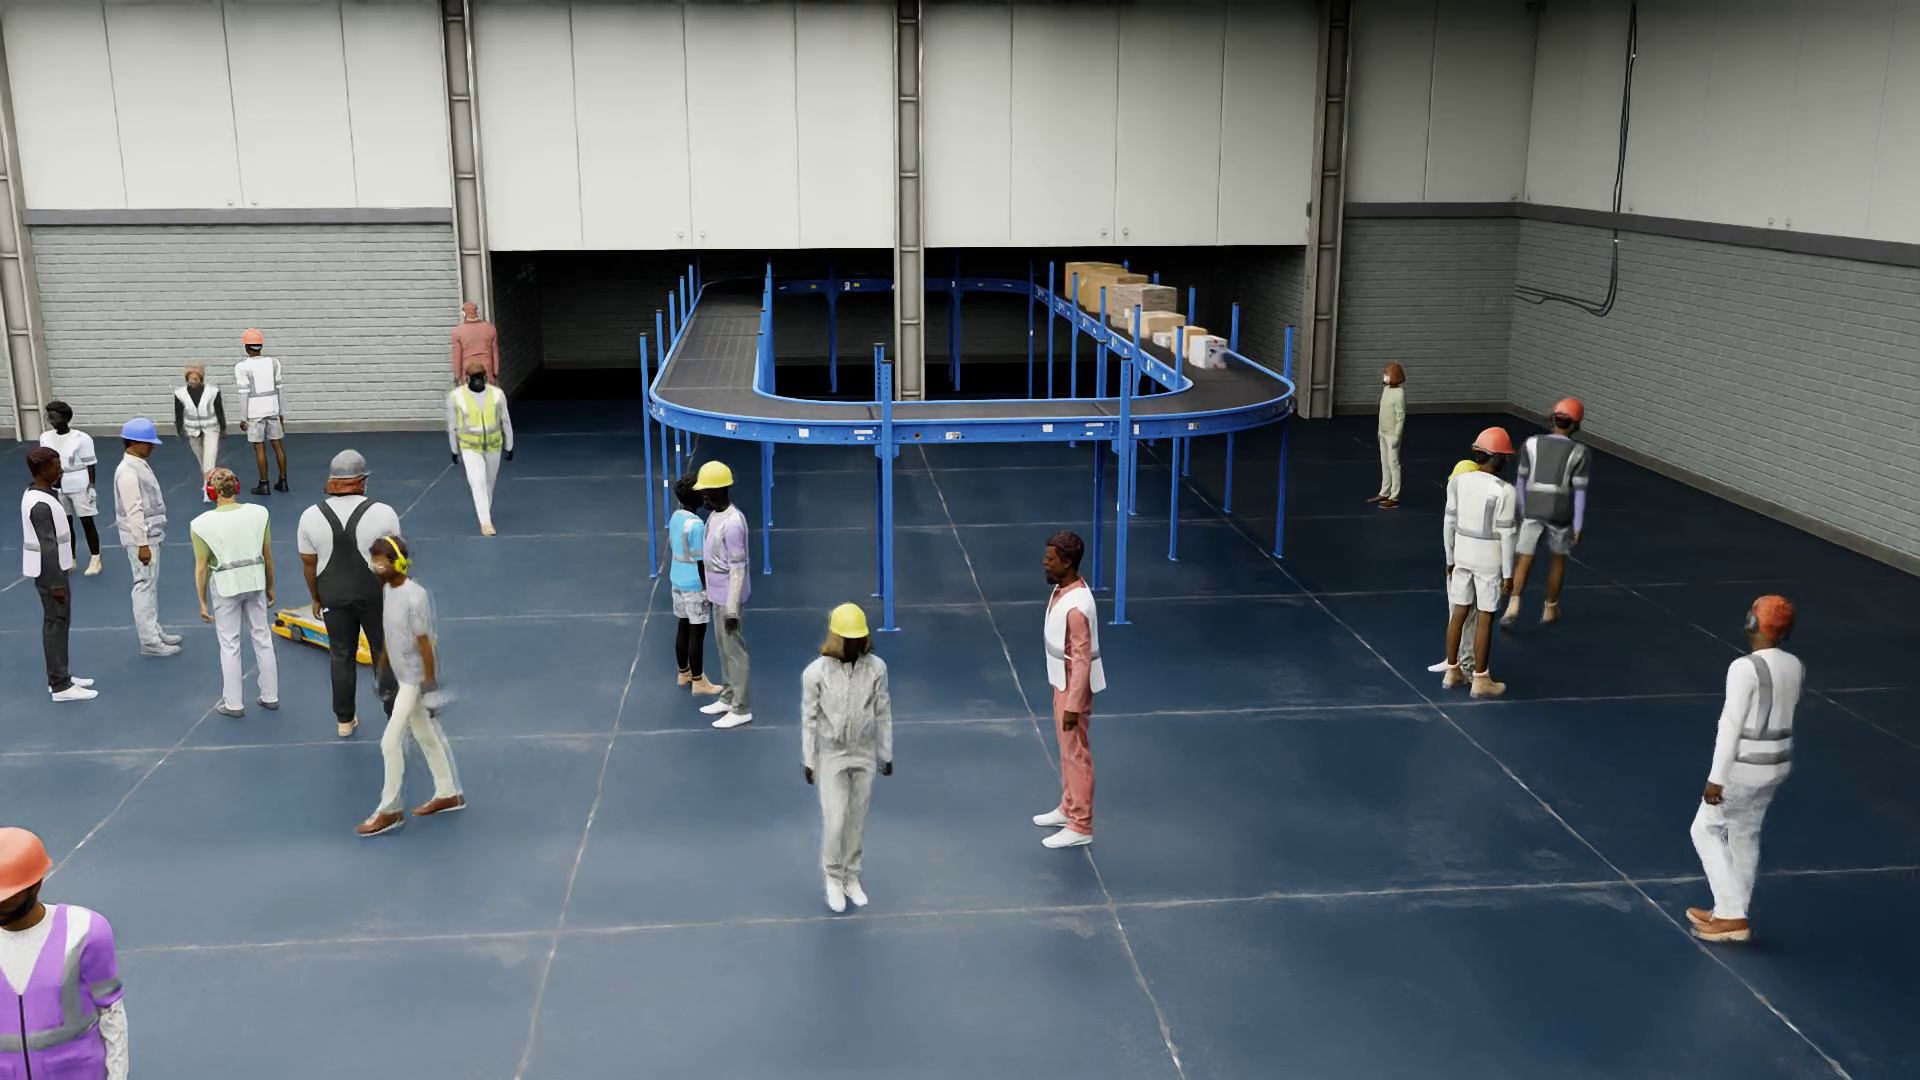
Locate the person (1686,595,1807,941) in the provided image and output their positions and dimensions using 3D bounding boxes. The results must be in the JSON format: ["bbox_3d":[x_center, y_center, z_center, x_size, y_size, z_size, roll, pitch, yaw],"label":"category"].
[{"bbox_3d":[4.121,1.207,8.699,0.624,1.876,0.386,-9,17,-32],"label":"person"}]

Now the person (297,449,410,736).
[{"bbox_3d":[-4.228,0.361,11.709,0.684,2.000,0.535,-1,14,-6],"label":"person"}]

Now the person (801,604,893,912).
[{"bbox_3d":[-0.586,1.184,9.030,0.506,1.727,0.454,-7,16,-27],"label":"person"}]

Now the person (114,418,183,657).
[{"bbox_3d":[-6.591,-0.024,13.456,0.397,1.939,0.602,-5,15,-20],"label":"person"}]

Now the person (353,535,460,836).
[{"bbox_3d":[-3.445,0.873,10.083,0.822,1.830,0.604,-10,17,-35],"label":"person"}]

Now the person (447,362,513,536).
[{"bbox_3d":[-5.094,-1.010,17.681,0.634,1.808,0.930,-8,16,-29],"label":"person"}]

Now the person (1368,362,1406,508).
[{"bbox_3d":[4.829,-1.182,18.705,0.278,1.636,0.506,-2,14,-9],"label":"person"}]

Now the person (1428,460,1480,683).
[{"bbox_3d":[3.848,0.243,12.786,0.295,1.744,0.489,-1,14,-3],"label":"person"}]

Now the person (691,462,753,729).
[{"bbox_3d":[-1.693,0.391,11.847,0.402,1.918,0.626,-5,15,-20],"label":"person"}]

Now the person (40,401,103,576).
[{"bbox_3d":[-8.460,-0.490,15.812,0.540,1.695,0.317,1,14,5],"label":"person"}]

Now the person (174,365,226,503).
[{"bbox_3d":[-8.766,-1.277,19.233,0.529,1.567,0.973,-3,14,-12],"label":"person"}]

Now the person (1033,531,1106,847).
[{"bbox_3d":[0.661,0.880,9.881,0.398,1.920,0.590,-1,14,-3],"label":"person"}]

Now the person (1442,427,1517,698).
[{"bbox_3d":[3.927,0.160,12.513,0.393,2.039,0.613,-9,17,-32],"label":"person"}]

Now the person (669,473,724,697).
[{"bbox_3d":[-2.004,0.332,12.524,0.317,1.696,0.537,-8,16,-30],"label":"person"}]

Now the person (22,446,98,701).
[{"bbox_3d":[-6.774,0.249,12.409,0.377,1.916,0.599,-8,16,-30],"label":"person"}]

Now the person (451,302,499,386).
[{"bbox_3d":[-6.566,-2.275,22.545,0.639,1.902,0.407,-9,17,-33],"label":"person"}]

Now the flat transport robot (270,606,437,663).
[{"bbox_3d":[-5.061,0.725,13.846,1.431,0.197,0.652,11,18,37],"label":"flat transport robot"}]

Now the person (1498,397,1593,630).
[{"bbox_3d":[4.956,-0.199,14.071,0.623,1.997,0.896,9,17,33],"label":"person"}]

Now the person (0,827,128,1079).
[{"bbox_3d":[-3.191,1.894,5.790,0.550,1.933,0.374,-3,14,-13],"label":"person"}]

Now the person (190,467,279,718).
[{"bbox_3d":[-5.223,0.386,12.030,0.394,1.836,0.560,13,19,43],"label":"person"}]

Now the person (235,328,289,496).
[{"bbox_3d":[-8.121,-1.485,19.305,0.379,1.938,0.547,11,18,36],"label":"person"}]
